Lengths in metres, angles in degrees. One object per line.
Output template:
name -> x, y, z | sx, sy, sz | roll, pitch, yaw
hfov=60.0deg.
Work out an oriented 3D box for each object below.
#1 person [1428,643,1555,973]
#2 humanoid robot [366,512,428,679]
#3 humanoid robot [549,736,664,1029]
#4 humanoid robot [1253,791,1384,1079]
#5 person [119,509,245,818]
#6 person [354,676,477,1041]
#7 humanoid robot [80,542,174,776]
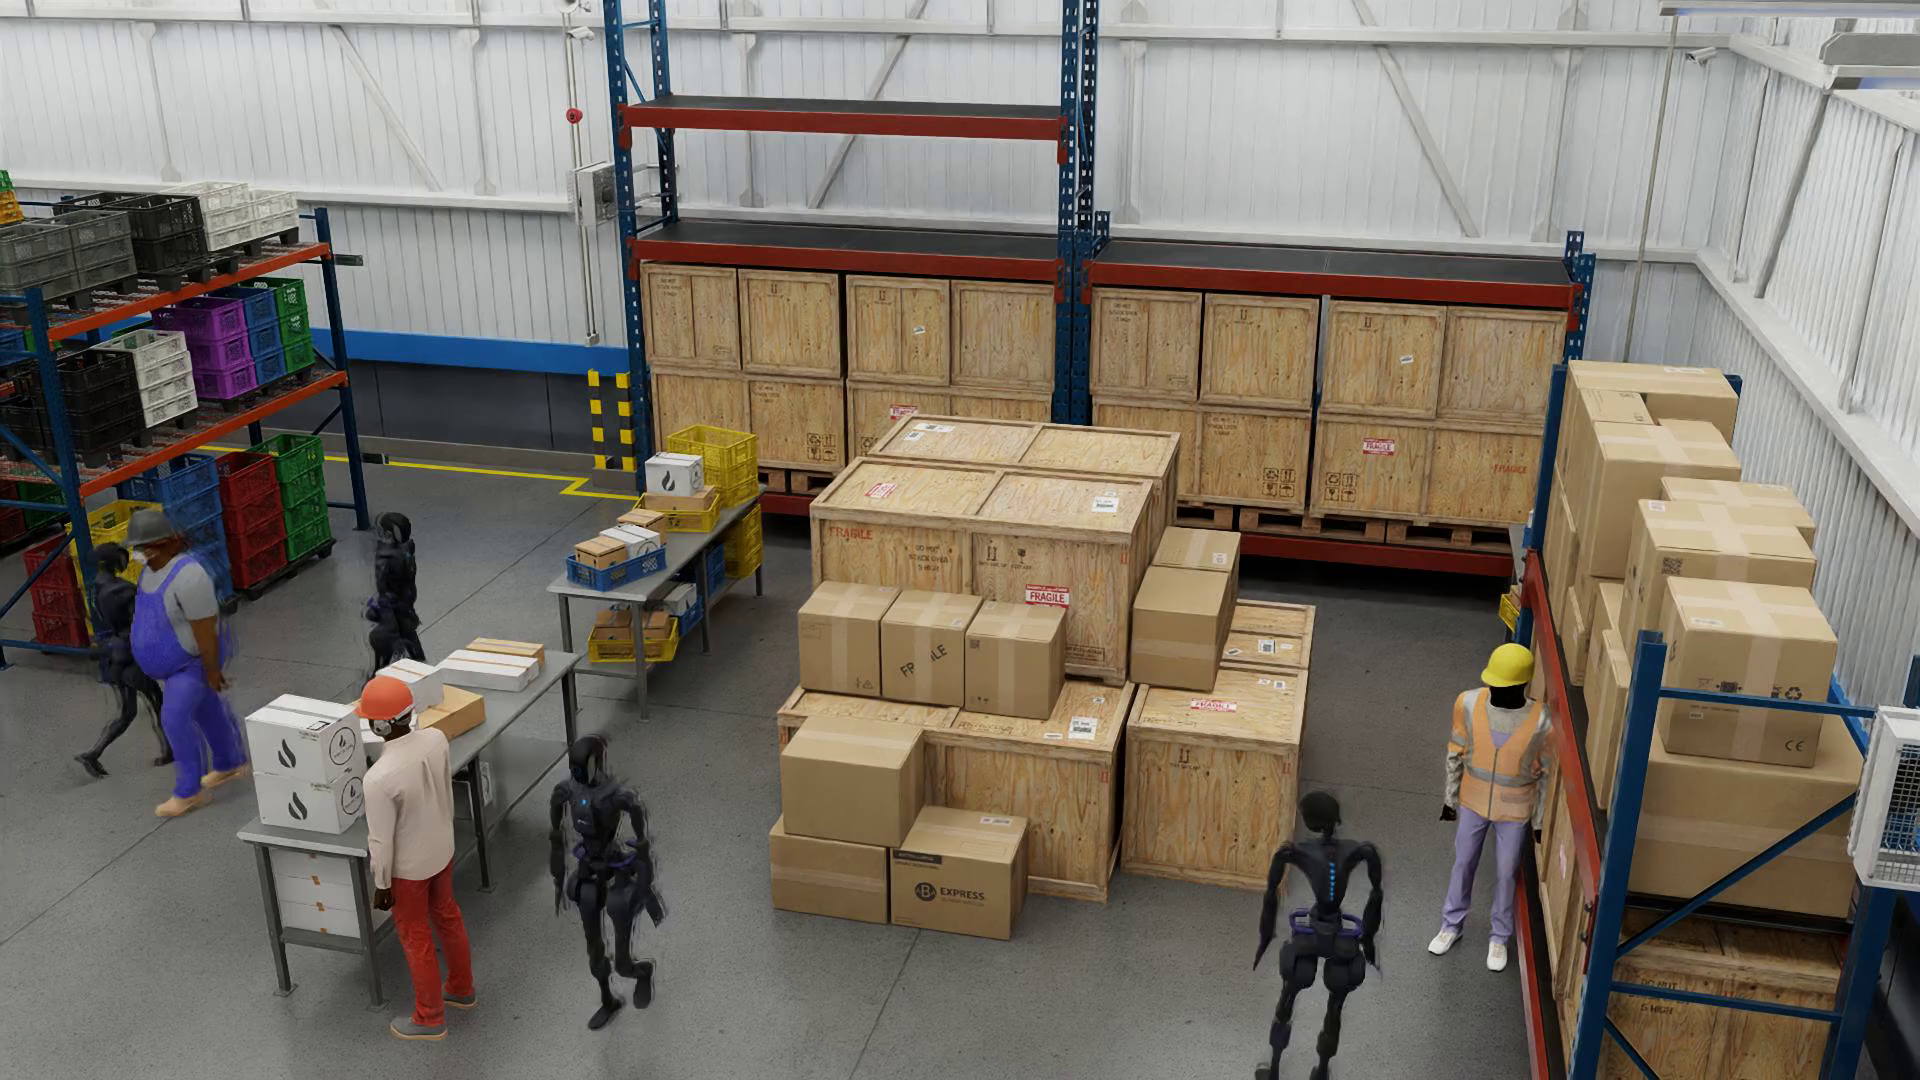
person -> 2.898, 1.430, 8.987 | 0.587, 1.924, 0.379 | 13, 24, 30
humanoid robot -> -4.003, 0.556, 11.696 | 0.791, 1.624, 0.580 | 6, 22, 16
humanoid robot -> -1.797, 1.745, 8.504 | 0.618, 1.650, 0.359 | 7, 22, 19
humanoid robot -> 1.717, 1.955, 7.973 | 0.601, 1.637, 0.383 | 3, 21, 7
person -> -5.047, 0.751, 10.603 | 0.810, 2.000, 0.701 | -20, 28, -41
person -> -2.784, 1.603, 8.456 | 0.405, 1.986, 0.614 | 6, 22, 16
humanoid robot -> -5.588, 0.779, 11.062 | 0.566, 1.629, 0.616 | 15, 26, 34
